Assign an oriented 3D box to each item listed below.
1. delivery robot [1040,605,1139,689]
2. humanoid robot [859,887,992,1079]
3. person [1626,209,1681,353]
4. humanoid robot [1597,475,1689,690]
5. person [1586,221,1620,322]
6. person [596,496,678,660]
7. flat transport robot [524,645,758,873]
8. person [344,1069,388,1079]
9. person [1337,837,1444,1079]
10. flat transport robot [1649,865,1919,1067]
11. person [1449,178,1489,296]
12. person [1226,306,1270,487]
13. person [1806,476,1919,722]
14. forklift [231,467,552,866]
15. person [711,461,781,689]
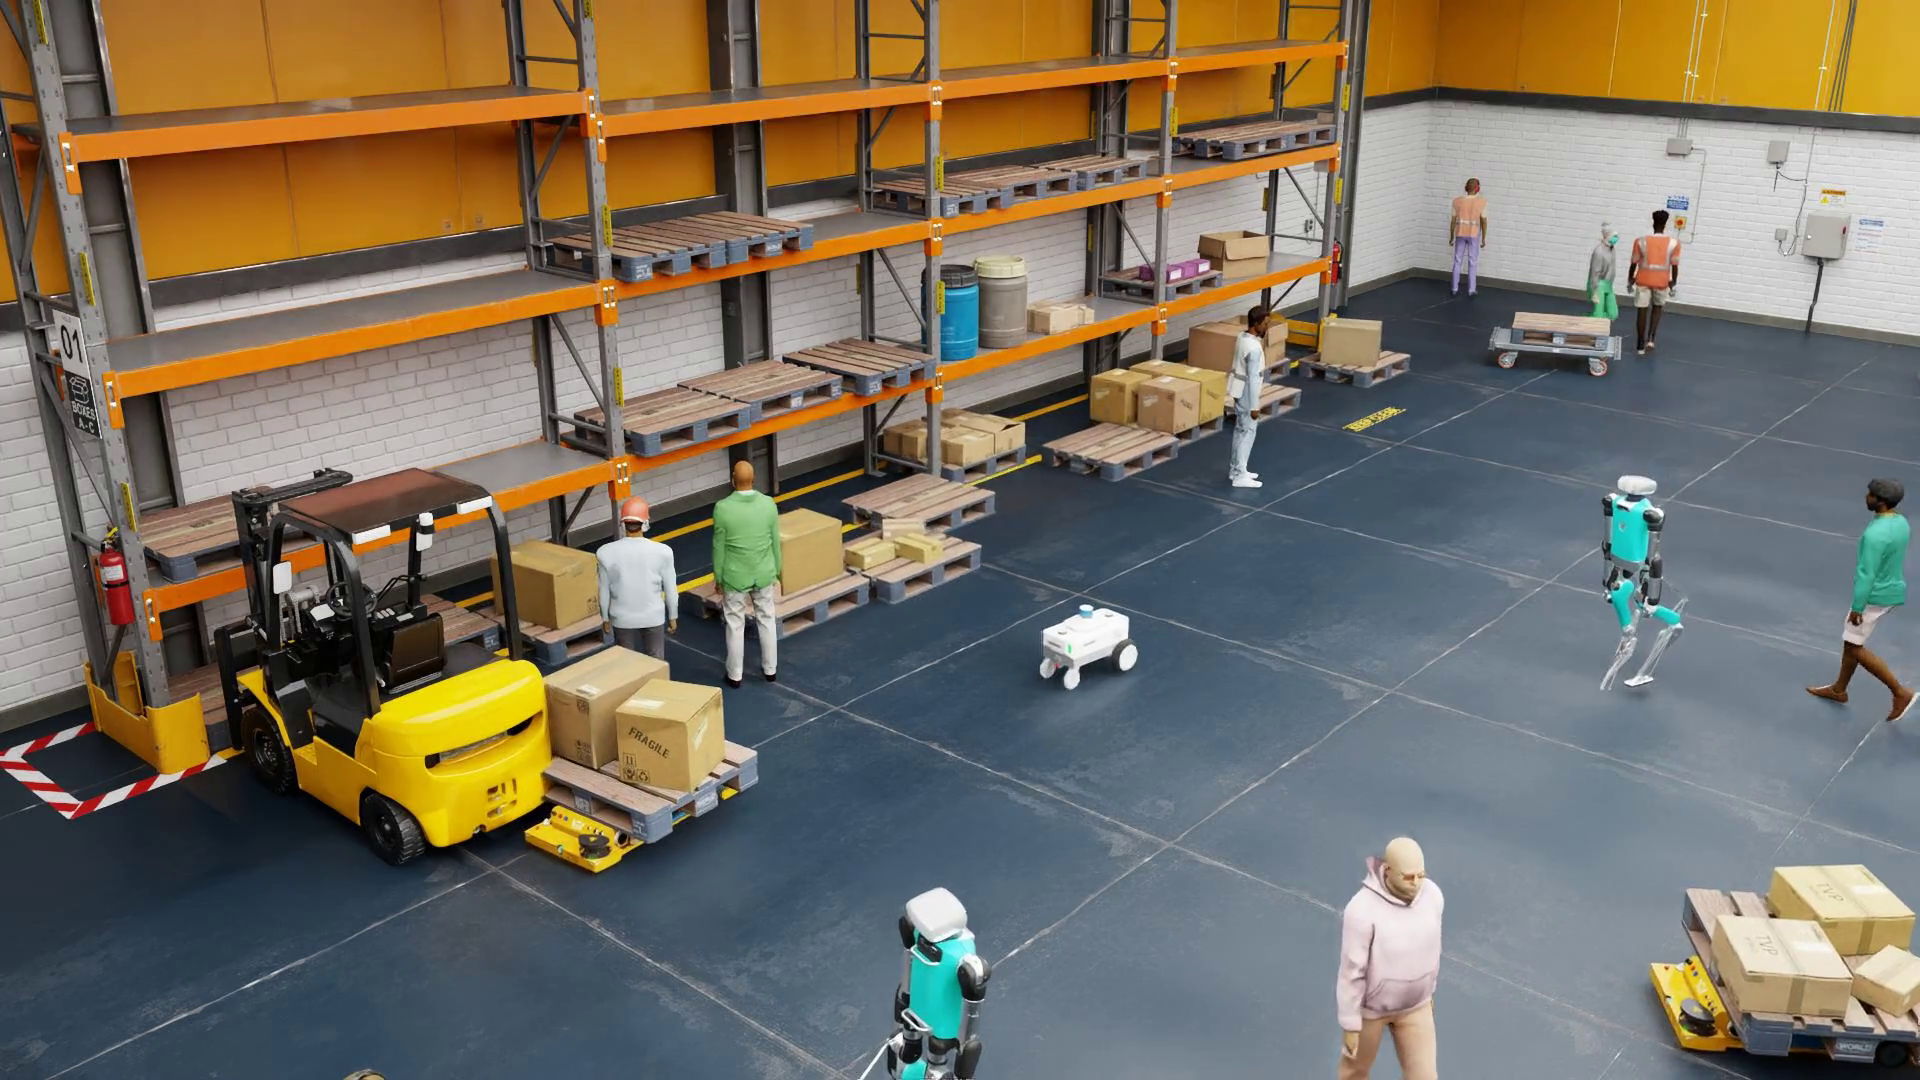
[{"bbox_3d":[0.998,0.801,12.988,0.798,0.608,0.499,-17,26,-39],"label":"delivery robot"},{"bbox_3d":[-0.256,2.367,7.044,0.827,1.806,0.545,-14,25,-34],"label":"humanoid robot"},{"bbox_3d":[9.442,-3.538,22.707,0.638,1.947,0.548,6,21,16],"label":"person"},{"bbox_3d":[5.173,0.361,12.506,0.767,1.809,0.546,-9,22,-23],"label":"humanoid robot"},{"bbox_3d":[8.715,-3.406,22.522,0.416,1.829,0.555,19,27,41],"label":"person"},{"bbox_3d":[-2.315,0.525,12.006,0.571,1.739,0.347,-3,20,-8],"label":"person"},{"bbox_3d":[-2.091,1.710,10.919,0.659,0.231,1.431,14,24,33],"label":"flat transport robot"},{"bbox_3d":[-2.016,2.684,5.868,0.356,1.937,0.635,5,21,13],"label":"person"},{"bbox_3d":[1.978,2.171,7.507,0.567,1.757,0.752,-5,21,-13],"label":"person"},{"bbox_3d":[4.498,2.479,8.835,1.431,0.231,0.659,2,20,7],"label":"flat transport robot"},{"bbox_3d":[7.986,-4.759,26.180,0.562,1.837,0.389,9,22,23],"label":"person"},{"bbox_3d":[2.968,-1.483,17.208,0.398,1.907,0.600,-1,20,-3],"label":"person"},{"bbox_3d":[6.714,0.435,12.135,0.507,1.824,0.728,-17,26,-38],"label":"person"},{"bbox_3d":[-3.730,0.710,10.856,2.313,2.155,1.214,17,26,38],"label":"forklift"},{"bbox_3d":[-1.620,0.263,12.669,0.546,1.777,0.386,-10,22,-24],"label":"person"}]
